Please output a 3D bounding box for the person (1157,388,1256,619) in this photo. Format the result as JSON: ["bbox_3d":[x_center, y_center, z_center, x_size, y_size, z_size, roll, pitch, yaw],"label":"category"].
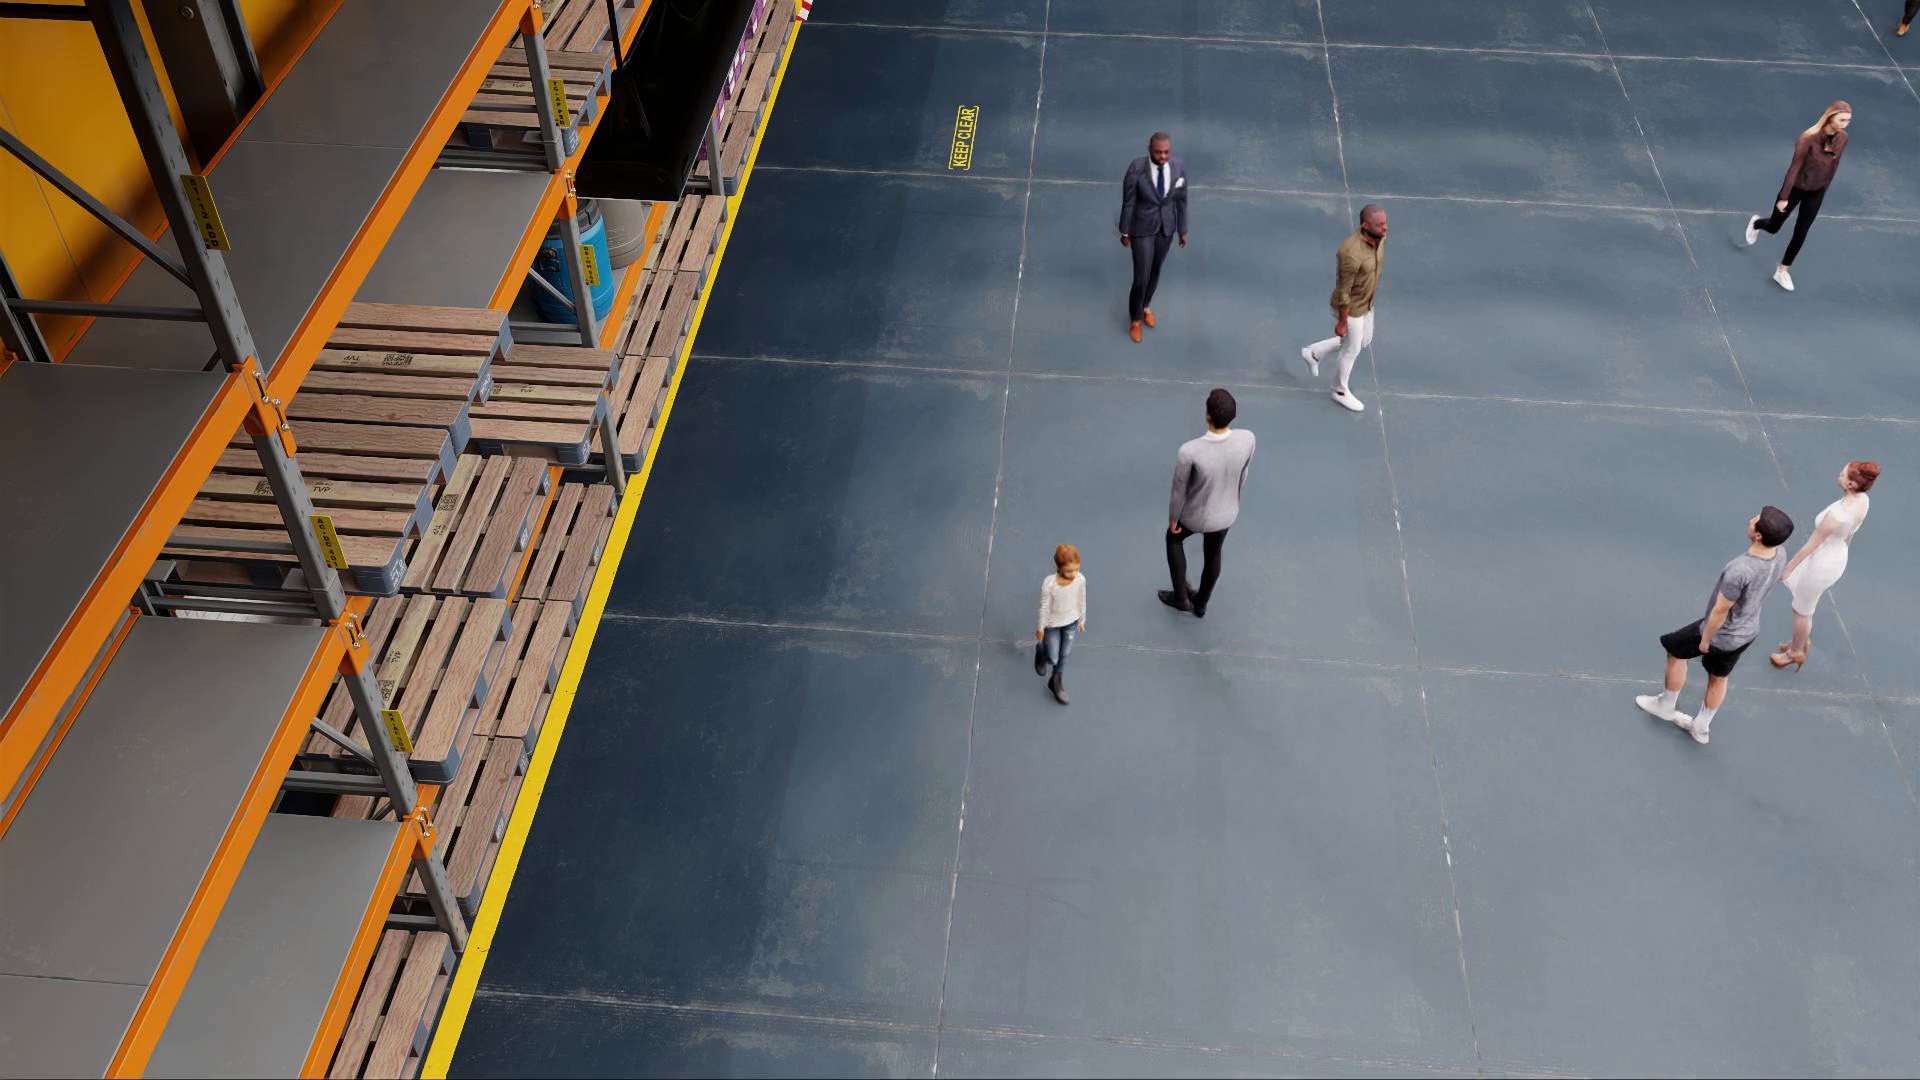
[{"bbox_3d":[1.672,-0.159,11.026,0.829,1.913,0.783,-11,45,-11],"label":"person"}]

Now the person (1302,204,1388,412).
[{"bbox_3d":[2.987,-1.836,12.865,1.018,1.803,0.978,28,50,26],"label":"person"}]

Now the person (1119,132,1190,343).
[{"bbox_3d":[1.549,-2.580,13.643,0.831,1.808,0.875,-13,45,-13],"label":"person"}]

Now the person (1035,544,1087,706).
[{"bbox_3d":[0.617,0.494,10.778,0.639,1.309,0.739,-16,46,-16],"label":"person"}]

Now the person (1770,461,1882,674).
[{"bbox_3d":[5.630,0.242,10.700,0.783,1.781,0.715,34,53,31],"label":"person"}]

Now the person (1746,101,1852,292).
[{"bbox_3d":[7.133,-2.994,14.166,0.709,1.687,1.012,-4,44,-4],"label":"person"}]

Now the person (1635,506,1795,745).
[{"bbox_3d":[4.814,0.599,10.273,0.821,1.855,0.885,-18,46,-18],"label":"person"}]
